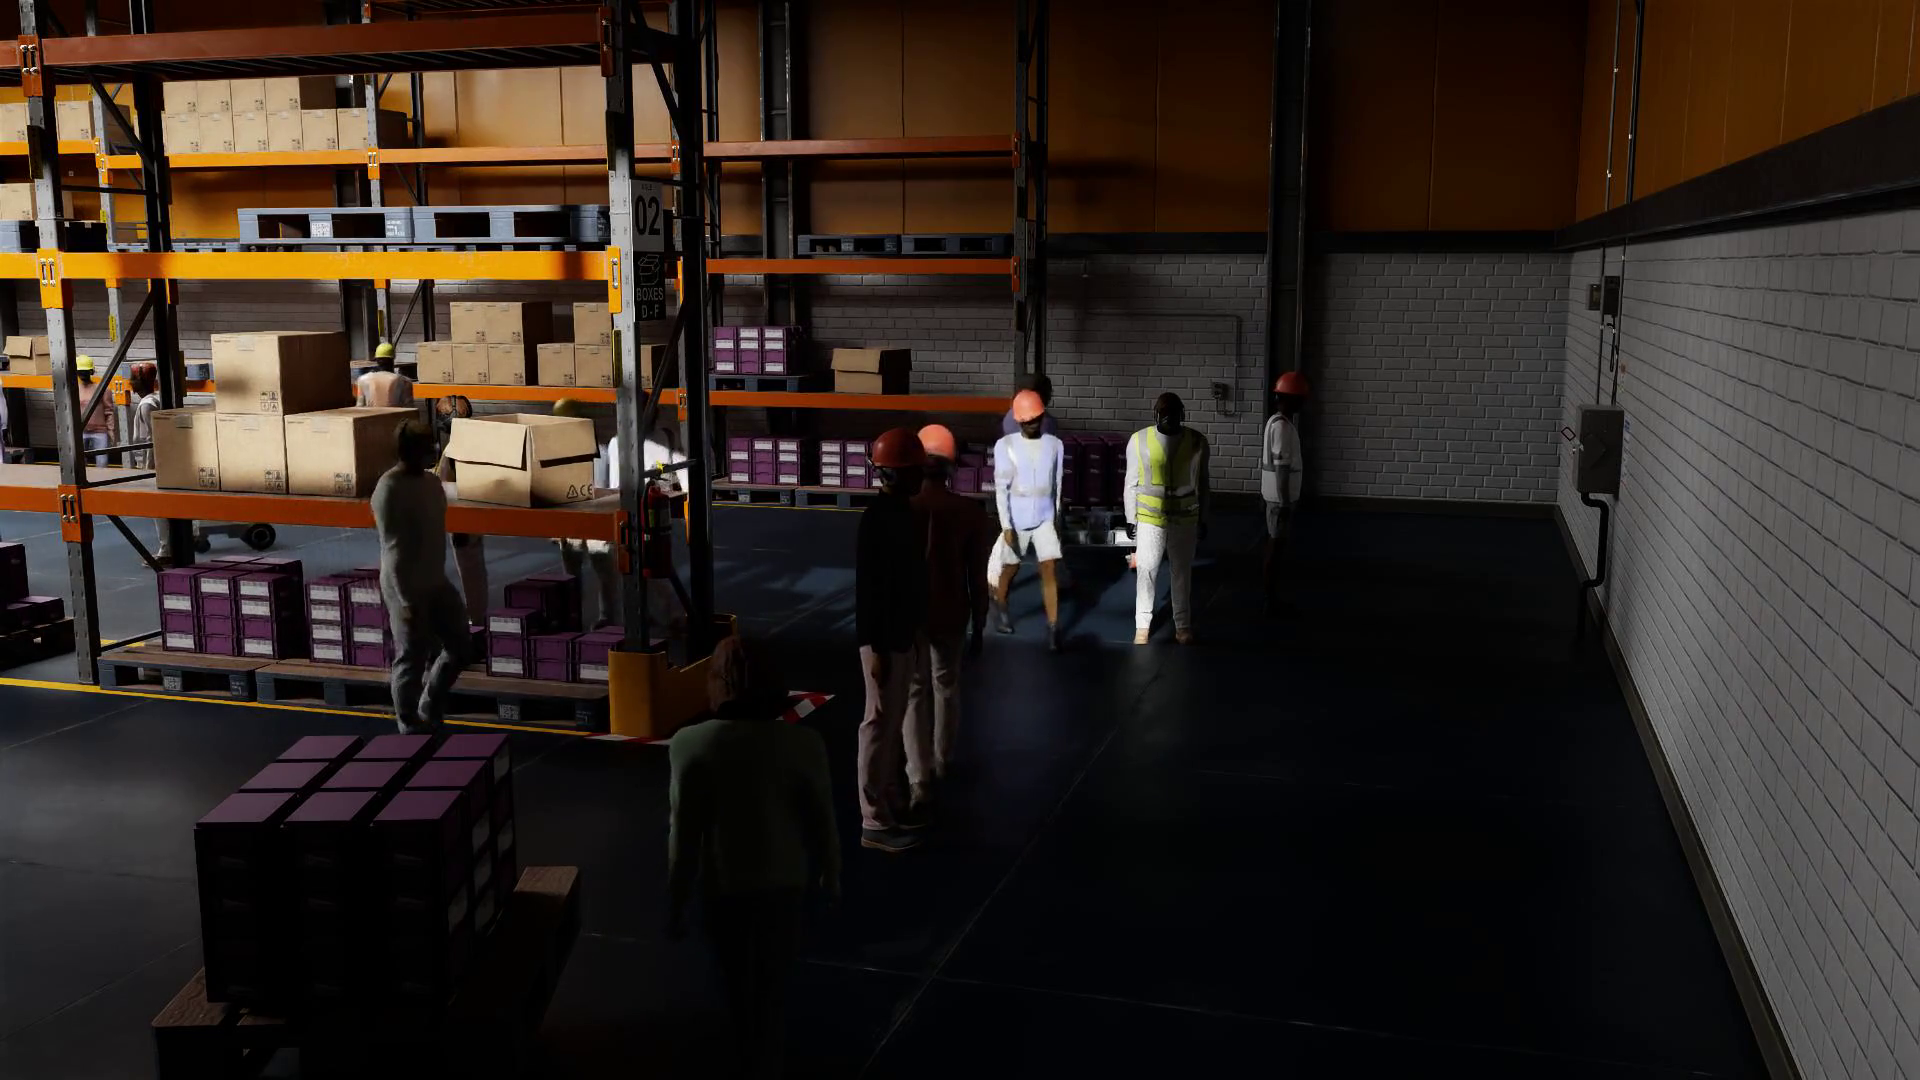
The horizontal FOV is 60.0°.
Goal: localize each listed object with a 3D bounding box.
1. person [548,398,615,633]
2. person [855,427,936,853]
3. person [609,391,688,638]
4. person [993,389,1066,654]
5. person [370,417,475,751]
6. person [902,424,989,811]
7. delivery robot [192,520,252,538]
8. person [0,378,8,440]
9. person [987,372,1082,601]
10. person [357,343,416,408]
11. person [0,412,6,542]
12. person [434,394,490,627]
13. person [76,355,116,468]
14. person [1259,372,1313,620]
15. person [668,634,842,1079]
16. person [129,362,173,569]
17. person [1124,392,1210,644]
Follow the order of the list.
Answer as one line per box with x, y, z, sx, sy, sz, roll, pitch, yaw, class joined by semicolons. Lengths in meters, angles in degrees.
-2.857;-0.180;12.524;0.606;1.762;0.929;-6;11;-34;person
-0.305;0.460;7.899;0.393;1.995;0.612;2;9;11;person
-2.262;-0.191;12.355;1.010;1.818;0.597;9;13;44;person
0.484;-0.169;12.130;0.538;1.898;0.981;-2;10;-13;person
-2.968;0.286;9.185;0.452;1.922;0.636;3;10;15;person
-0.163;0.383;8.542;0.617;1.952;1.016;-1;9;-5;person
-7.103;-0.223;16.157;0.707;0.478;0.477;-6;11;-32;delivery robot
-11.236;-1.288;19.022;0.633;1.843;0.429;-4;10;-25;person
0.563;-0.430;13.641;0.993;1.900;0.640;-8;12;-41;person
-6.315;-1.225;18.433;0.611;1.894;0.871;-1;9;-6;person
-8.668;-0.576;14.484;0.642;1.909;0.409;-8;12;-41;person
-3.584;-0.131;12.002;0.429;1.836;0.626;-2;10;-14;person
-9.800;-1.200;18.719;0.533;1.765;0.329;-4;10;-22;person
2.547;-0.351;13.025;0.369;1.931;0.552;1;9;7;person
-0.643;1.076;5.344;0.530;1.584;0.861;0;9;0;person
-7.359;-0.681;15.193;0.337;1.882;0.583;-3;10;-17;person
1.507;-0.152;12.095;0.634;1.842;0.429;0;9;0;person
